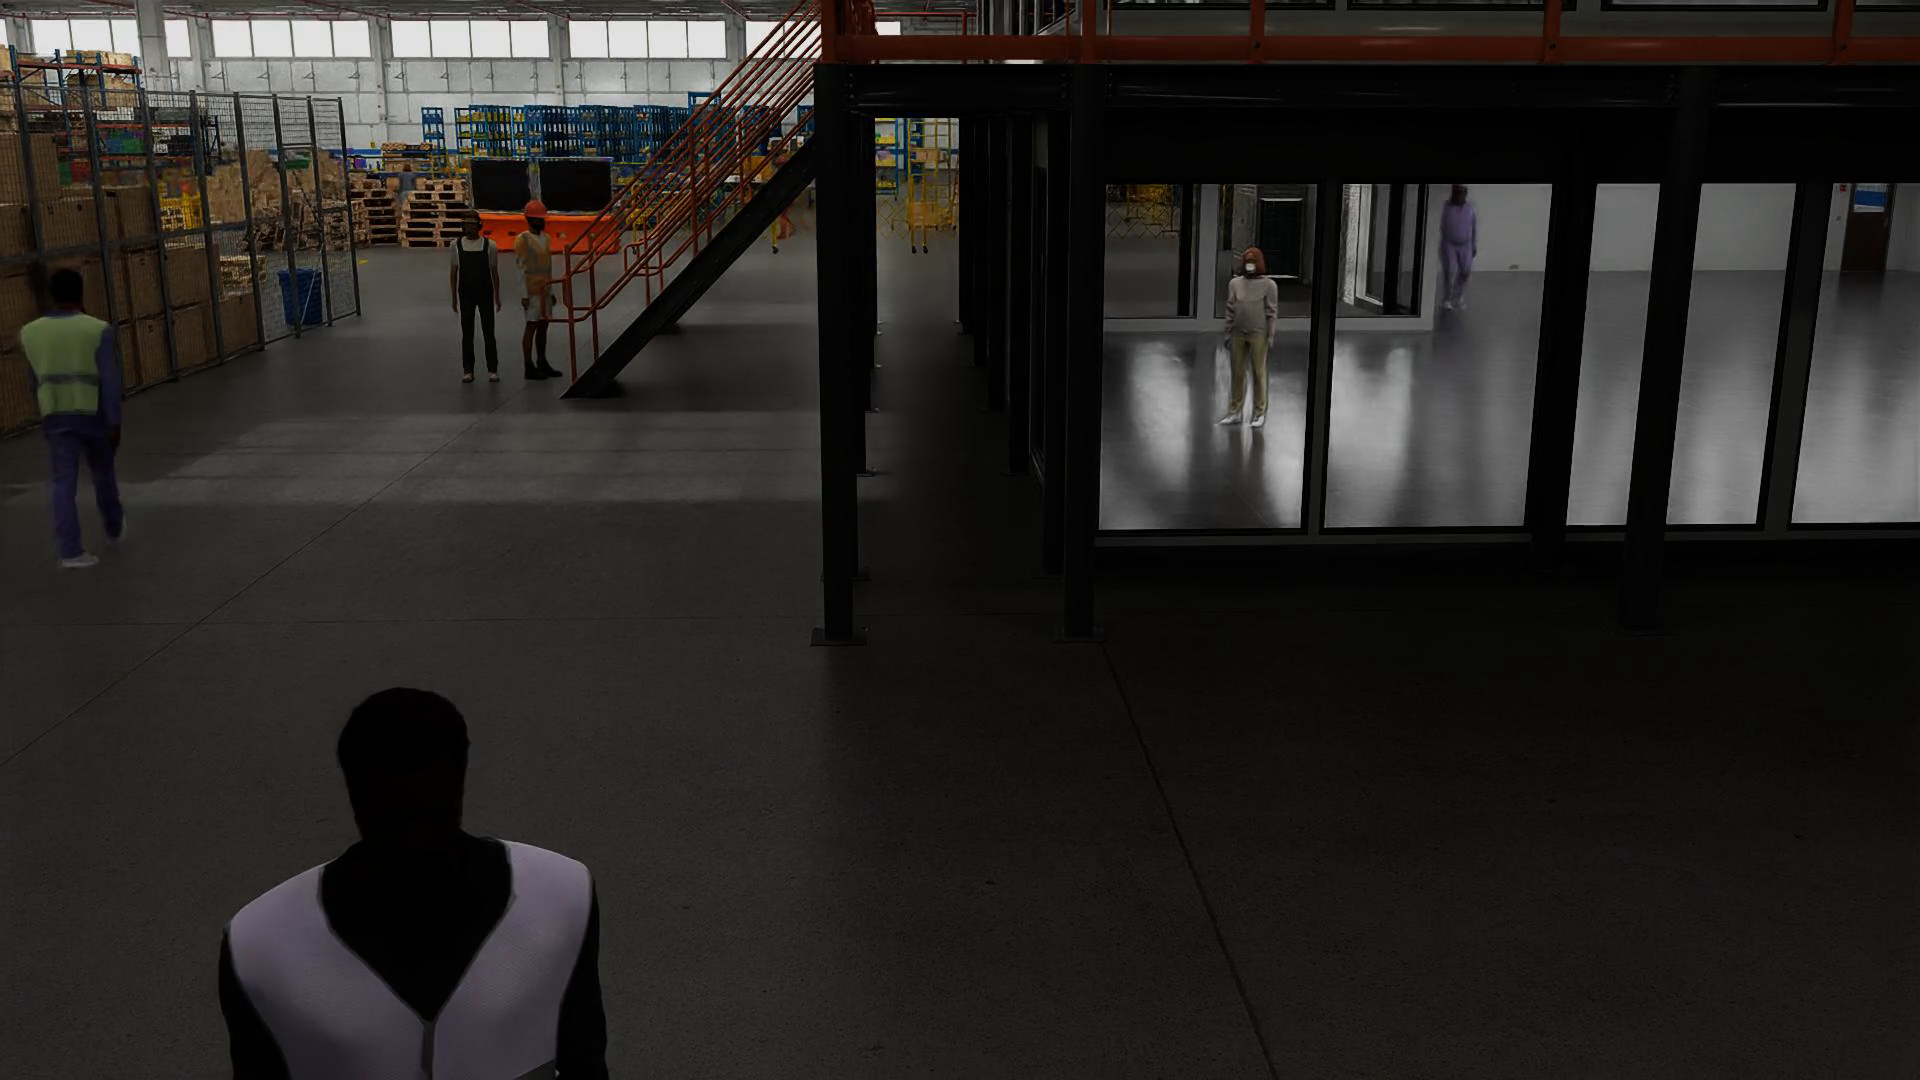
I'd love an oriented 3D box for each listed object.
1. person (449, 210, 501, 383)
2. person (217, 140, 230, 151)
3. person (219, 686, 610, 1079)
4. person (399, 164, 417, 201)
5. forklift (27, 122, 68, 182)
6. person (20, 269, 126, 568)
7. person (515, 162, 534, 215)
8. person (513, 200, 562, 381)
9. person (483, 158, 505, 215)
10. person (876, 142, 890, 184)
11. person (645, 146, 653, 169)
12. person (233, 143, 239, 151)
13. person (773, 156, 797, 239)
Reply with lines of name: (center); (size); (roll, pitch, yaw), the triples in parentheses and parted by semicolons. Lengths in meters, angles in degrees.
person: (-5.204, -2.614, 17.884); (0.513, 1.843, 0.334); (-4, 15, -14)
person: (-36.856, -19.041, 83.337); (0.628, 1.960, 0.950); (-7, 16, -28)
person: (-0.868, 1.135, 2.777); (0.586, 1.910, 0.395); (-6, 15, -23)
person: (-16.194, -10.249, 48.889); (0.529, 1.588, 0.838); (-3, 14, -12)
forklift: (-35.376, -14.773, 64.377); (1.129, 2.768, 1.873); (-1, 14, -2)
person: (-5.618, -0.779, 10.584); (0.594, 1.844, 1.034); (-2, 14, -9)
person: (-10.918, -8.493, 41.472); (0.932, 1.788, 0.612); (-6, 15, -24)
person: (-4.575, -2.715, 18.095); (0.378, 1.936, 0.548); (6, 15, 22)
person: (-11.924, -8.829, 42.623); (0.912, 1.908, 0.551); (9, 17, 33)
person: (-3.208, -15.600, 69.472); (0.617, 2.026, 0.863); (-3, 14, -11)
person: (-13.980, -16.799, 74.741); (0.330, 1.765, 0.533); (-3, 14, -11)
person: (-39.527, -20.884, 91.138); (0.720, 1.720, 0.590); (6, 15, 22)
person: (-4.259, -8.221, 40.007); (0.469, 1.980, 0.641); (3, 14, 12)
